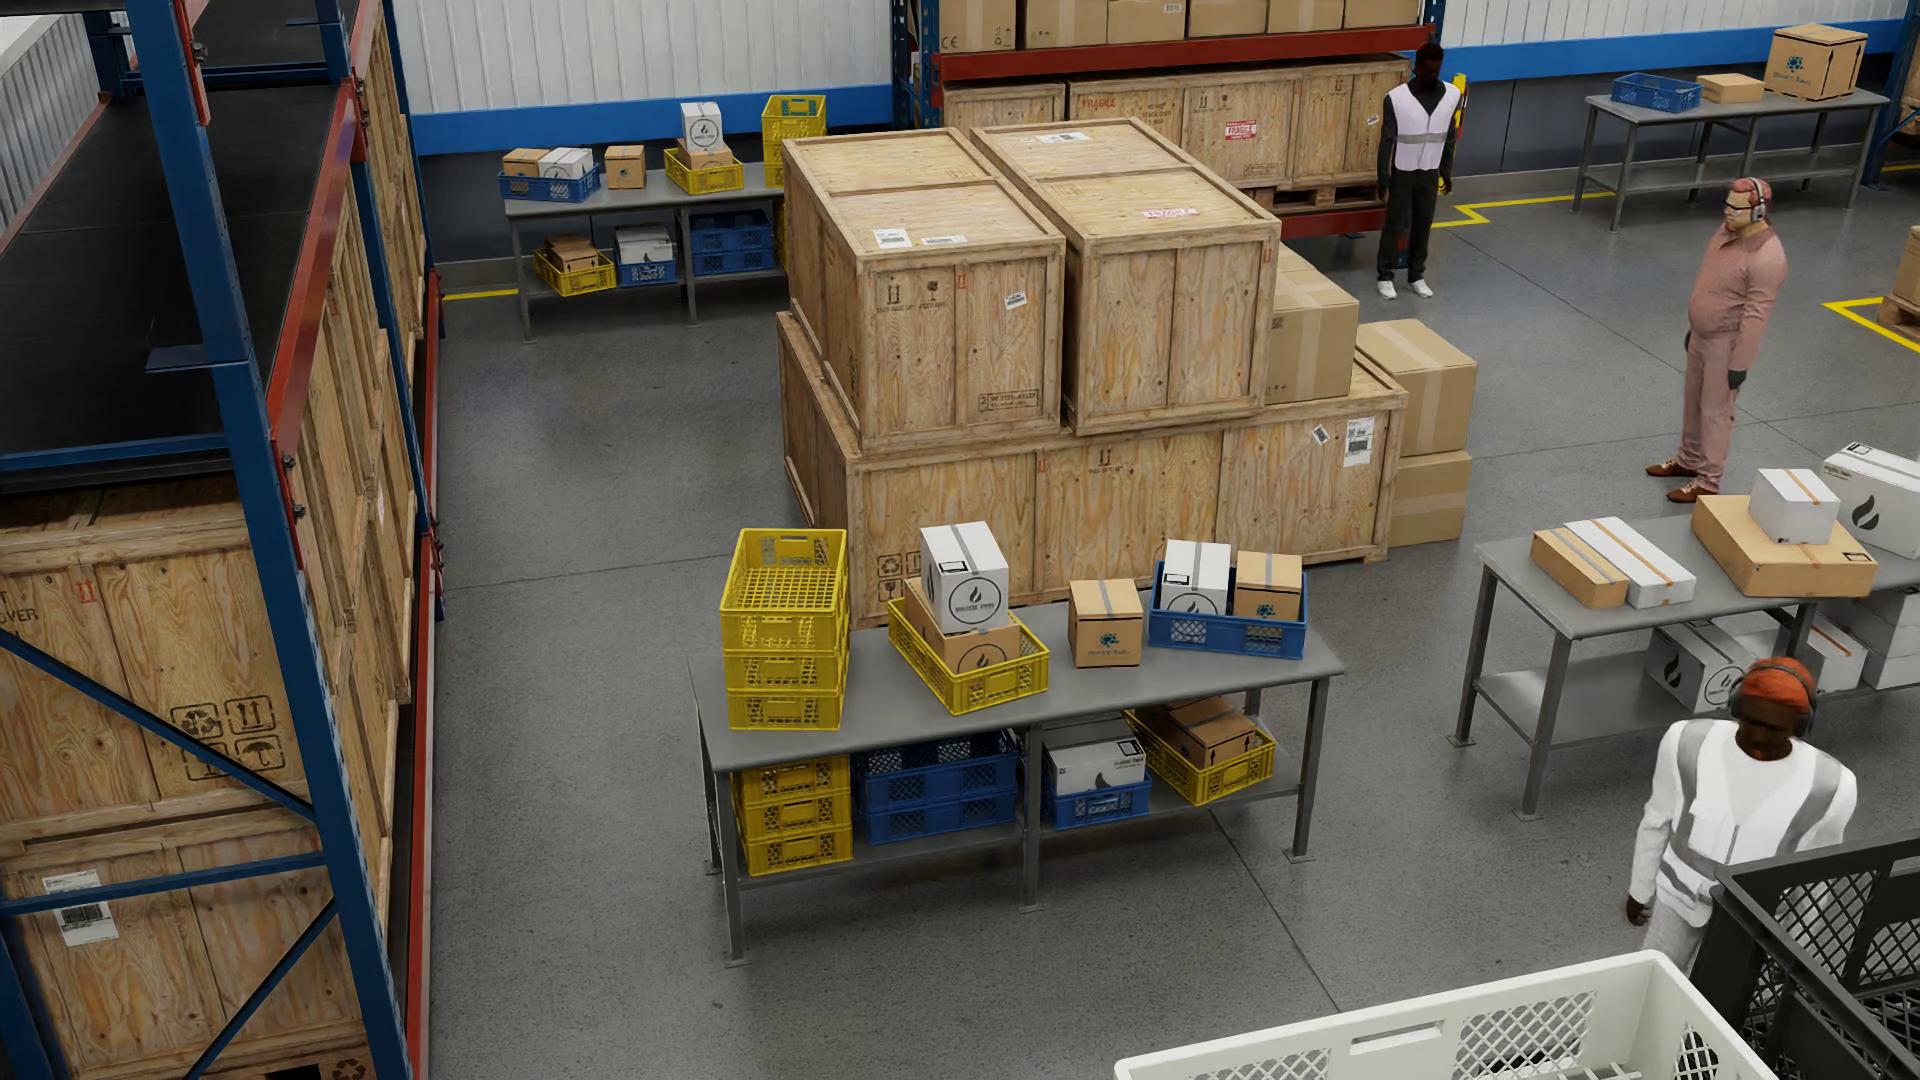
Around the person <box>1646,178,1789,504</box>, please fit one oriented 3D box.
[{"bbox_3d":[4.318,-1.129,9.470,0.399,1.900,0.648,-1,29,-1],"label":"person"}]

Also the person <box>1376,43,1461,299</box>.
[{"bbox_3d":[3.377,-2.750,12.399,0.603,1.906,0.387,-6,29,-11],"label":"person"}]

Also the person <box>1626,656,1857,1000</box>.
[{"bbox_3d":[2.421,1.174,5.307,0.568,1.879,0.353,18,34,30],"label":"person"}]
